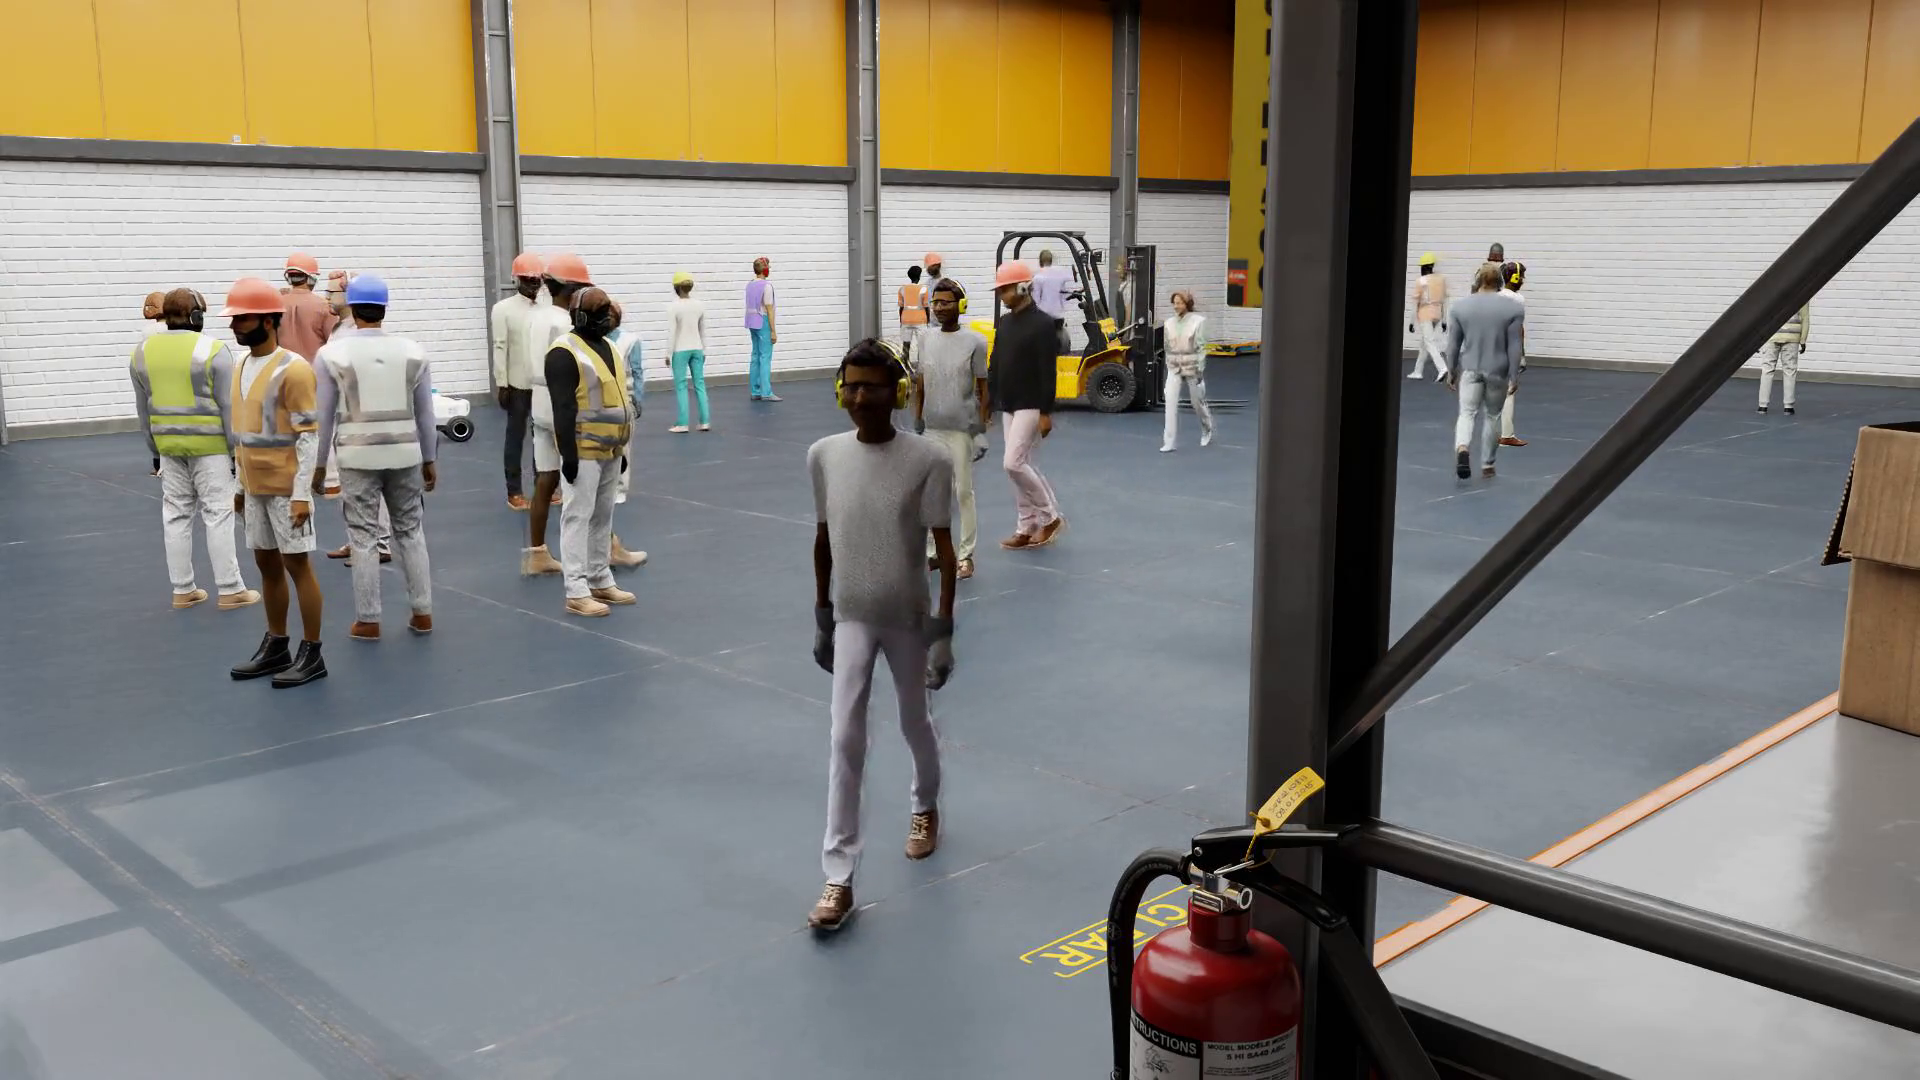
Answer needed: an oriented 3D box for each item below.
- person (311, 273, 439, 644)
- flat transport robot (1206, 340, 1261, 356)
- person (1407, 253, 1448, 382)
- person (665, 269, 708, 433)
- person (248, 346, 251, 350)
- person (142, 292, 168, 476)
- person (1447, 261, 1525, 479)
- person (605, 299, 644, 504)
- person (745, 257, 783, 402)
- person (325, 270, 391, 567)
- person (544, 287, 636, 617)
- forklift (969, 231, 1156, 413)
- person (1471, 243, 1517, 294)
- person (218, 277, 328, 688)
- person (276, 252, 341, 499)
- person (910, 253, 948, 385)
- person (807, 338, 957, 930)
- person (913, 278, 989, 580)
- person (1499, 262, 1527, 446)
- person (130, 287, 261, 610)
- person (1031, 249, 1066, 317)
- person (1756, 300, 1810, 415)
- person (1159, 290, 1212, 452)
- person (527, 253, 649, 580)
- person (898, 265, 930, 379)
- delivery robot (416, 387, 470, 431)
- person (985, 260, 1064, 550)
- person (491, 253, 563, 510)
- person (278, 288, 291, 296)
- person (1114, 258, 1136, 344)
[{"bbox_3d":[-3.082,-0.431,8.782,0.630,1.939,0.417,-8,13,-36],"label":"person"},{"bbox_3d":[4.861,-3.438,29.722,0.652,0.197,1.431,9,13,39],"label":"flat transport robot"},{"bbox_3d":[6.929,-3.271,24.427,0.594,1.888,0.941,-6,12,-28],"label":"person"},{"bbox_3d":[-2.980,-2.042,18.036,0.533,1.765,0.329,-10,14,-44],"label":"person"},{"bbox_3d":[-6.044,-1.333,14.545,0.365,1.628,0.530,-7,12,-32],"label":"person"},{"bbox_3d":[-7.062,-1.382,14.792,0.281,1.633,0.500,2,11,13],"label":"person"},{"bbox_3d":[4.532,-1.452,14.439,0.638,1.917,0.815,5,11,24],"label":"person"},{"bbox_3d":[-2.760,-1.083,13.176,0.528,1.626,0.427,0,10,1],"label":"person"},{"bbox_3d":[-2.553,-2.699,21.378,0.381,1.849,0.570,-8,13,-37],"label":"person"},{"bbox_3d":[-3.941,-0.787,10.801,0.408,1.908,0.641,-7,13,-35],"label":"person"},{"bbox_3d":[-2.076,-0.505,9.444,0.430,1.845,0.624,4,11,18],"label":"person"},{"bbox_3d":[1.222,-2.721,20.561,2.313,2.155,1.214,2,11,13],"label":"forklift"},{"bbox_3d":[8.561,-3.754,26.615,0.706,2.000,0.992,5,11,25],"label":"person"},{"bbox_3d":[-3.267,-0.267,7.878,0.542,1.939,0.364,7,12,33],"label":"person"},{"bbox_3d":[-5.286,-1.324,13.496,0.623,1.989,0.400,0,10,2],"label":"person"},{"bbox_3d":[-0.267,-3.096,23.496,1.010,1.870,0.672,-10,14,-43],"label":"person"},{"bbox_3d":[-0.251,0.254,5.390,0.538,1.818,1.016,2,11,13],"label":"person"},{"bbox_3d":[-0.071,-0.686,10.347,0.518,1.874,0.329,5,11,24],"label":"person"},{"bbox_3d":[5.552,-1.884,16.903,0.332,1.865,0.520,-5,11,-23],"label":"person"},{"bbox_3d":[-4.349,-0.512,9.486,0.626,1.842,0.429,2,11,9],"label":"person"},{"bbox_3d":[1.294,-3.401,25.039,0.639,1.920,0.577,-6,12,-29],"label":"person"},{"bbox_3d":[9.767,-2.394,19.786,0.586,1.827,0.404,5,11,24],"label":"person"},{"bbox_3d":[2.275,-1.696,16.571,0.501,1.605,0.805,7,12,33],"label":"person"},{"bbox_3d":[-2.374,-0.772,10.422,0.892,2.006,0.626,-8,13,-38],"label":"person"},{"bbox_3d":[-0.672,-3.218,24.660,0.532,1.691,0.321,4,11,19],"label":"person"},{"bbox_3d":[-5.464,-1.337,17.233,0.707,0.478,0.477,-5,12,-25],"label":"delivery robot"},{"bbox_3d":[0.403,-0.898,11.243,0.428,1.968,0.619,-5,12,-27],"label":"person"},{"bbox_3d":[-3.354,-1.237,13.024,0.401,1.991,0.626,9,14,41],"label":"person"},{"bbox_3d":[-6.445,-1.609,16.022,0.339,1.620,0.530,-3,11,-18],"label":"person"},{"bbox_3d":[2.170,-2.823,22.110,0.404,1.832,0.548,-2,11,-8],"label":"person"}]
